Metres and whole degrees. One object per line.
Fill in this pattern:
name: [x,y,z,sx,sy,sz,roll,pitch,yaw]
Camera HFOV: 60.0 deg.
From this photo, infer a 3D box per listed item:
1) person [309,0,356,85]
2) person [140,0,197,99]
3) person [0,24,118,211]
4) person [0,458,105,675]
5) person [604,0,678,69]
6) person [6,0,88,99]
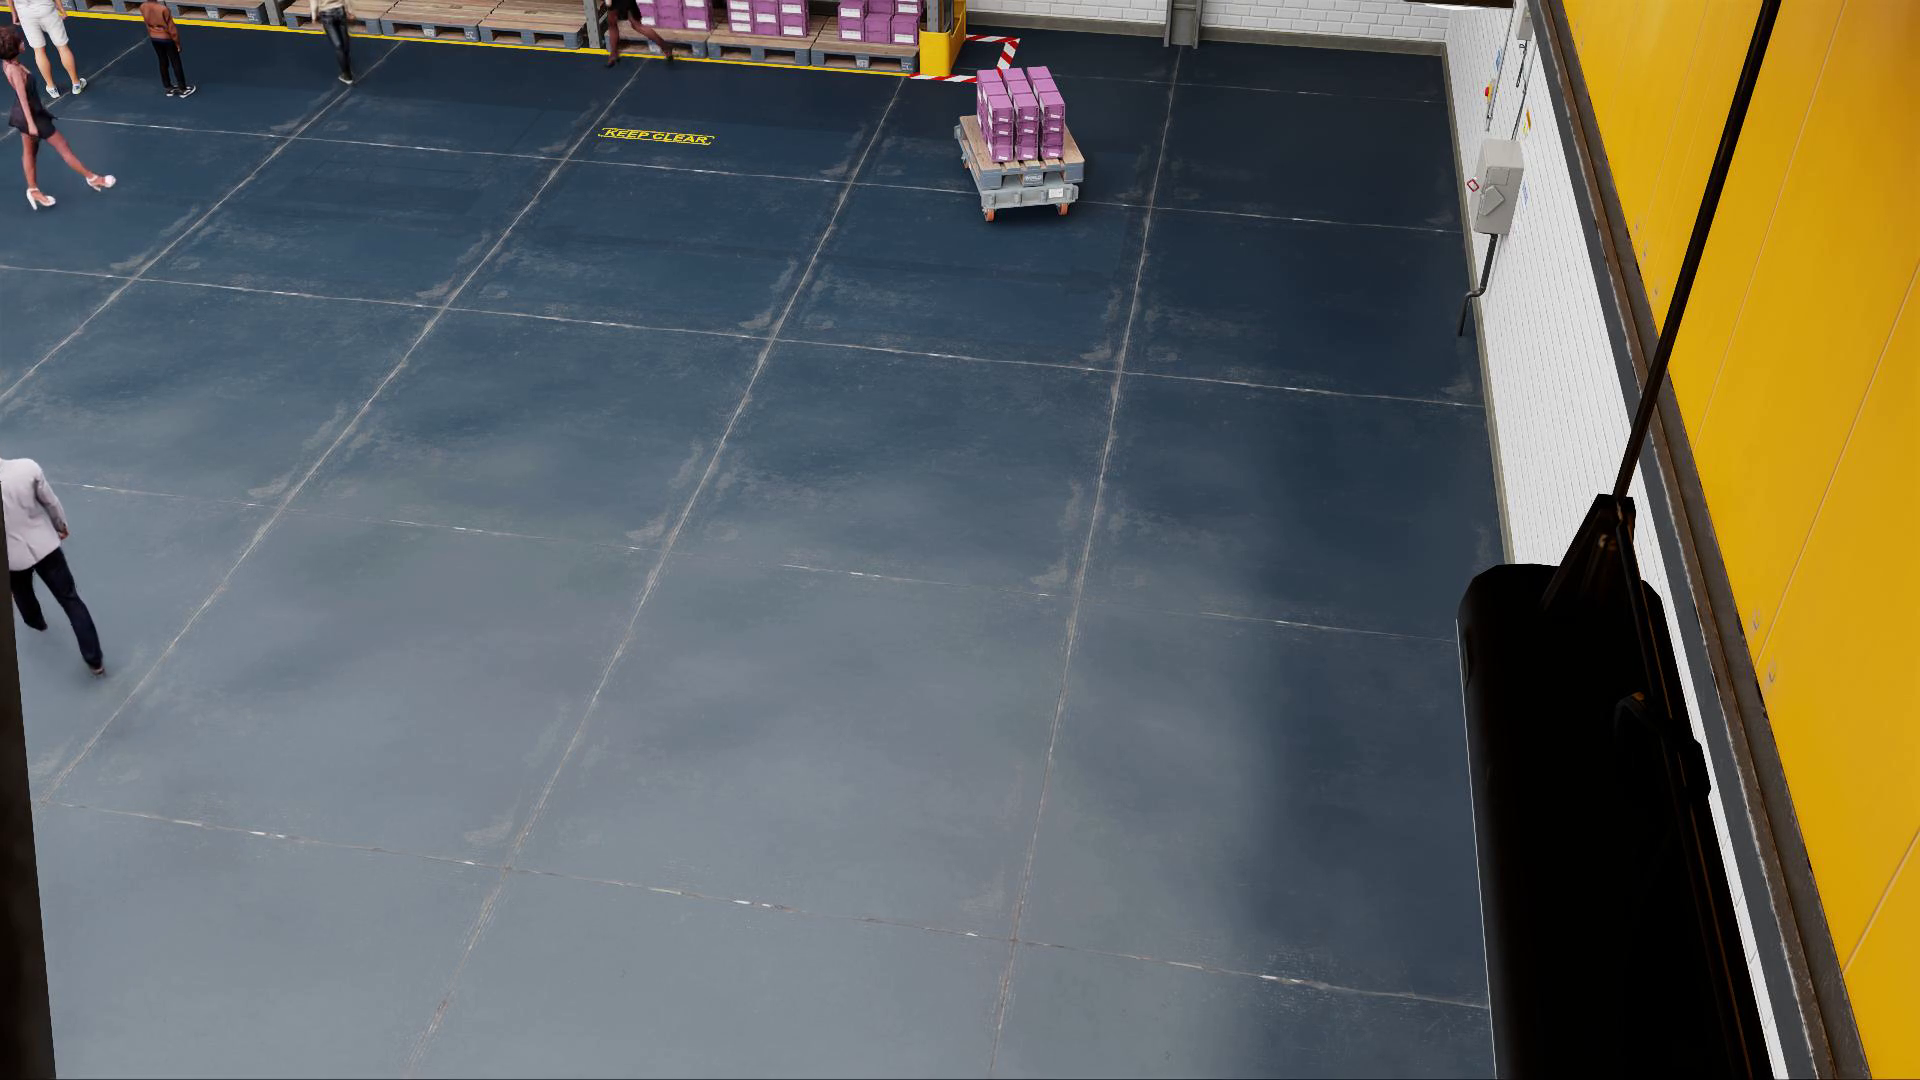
person: [-6.824,-5.700,18.150,0.912,1.433,0.997,-27,46,-29]
person: [-8.588,-5.399,17.917,0.411,1.252,0.578,8,39,10]
person: [-8.840,-3.933,15.679,1.063,1.755,1.022,-25,45,-28]
person: [-5.887,0.112,10.578,1.167,1.800,1.285,-28,47,-31]
person: [-3.621,-5.971,18.303,1.117,1.665,0.722,-1,39,-1]
person: [-9.868,-5.664,17.767,0.713,1.854,0.831,-15,41,-18]
